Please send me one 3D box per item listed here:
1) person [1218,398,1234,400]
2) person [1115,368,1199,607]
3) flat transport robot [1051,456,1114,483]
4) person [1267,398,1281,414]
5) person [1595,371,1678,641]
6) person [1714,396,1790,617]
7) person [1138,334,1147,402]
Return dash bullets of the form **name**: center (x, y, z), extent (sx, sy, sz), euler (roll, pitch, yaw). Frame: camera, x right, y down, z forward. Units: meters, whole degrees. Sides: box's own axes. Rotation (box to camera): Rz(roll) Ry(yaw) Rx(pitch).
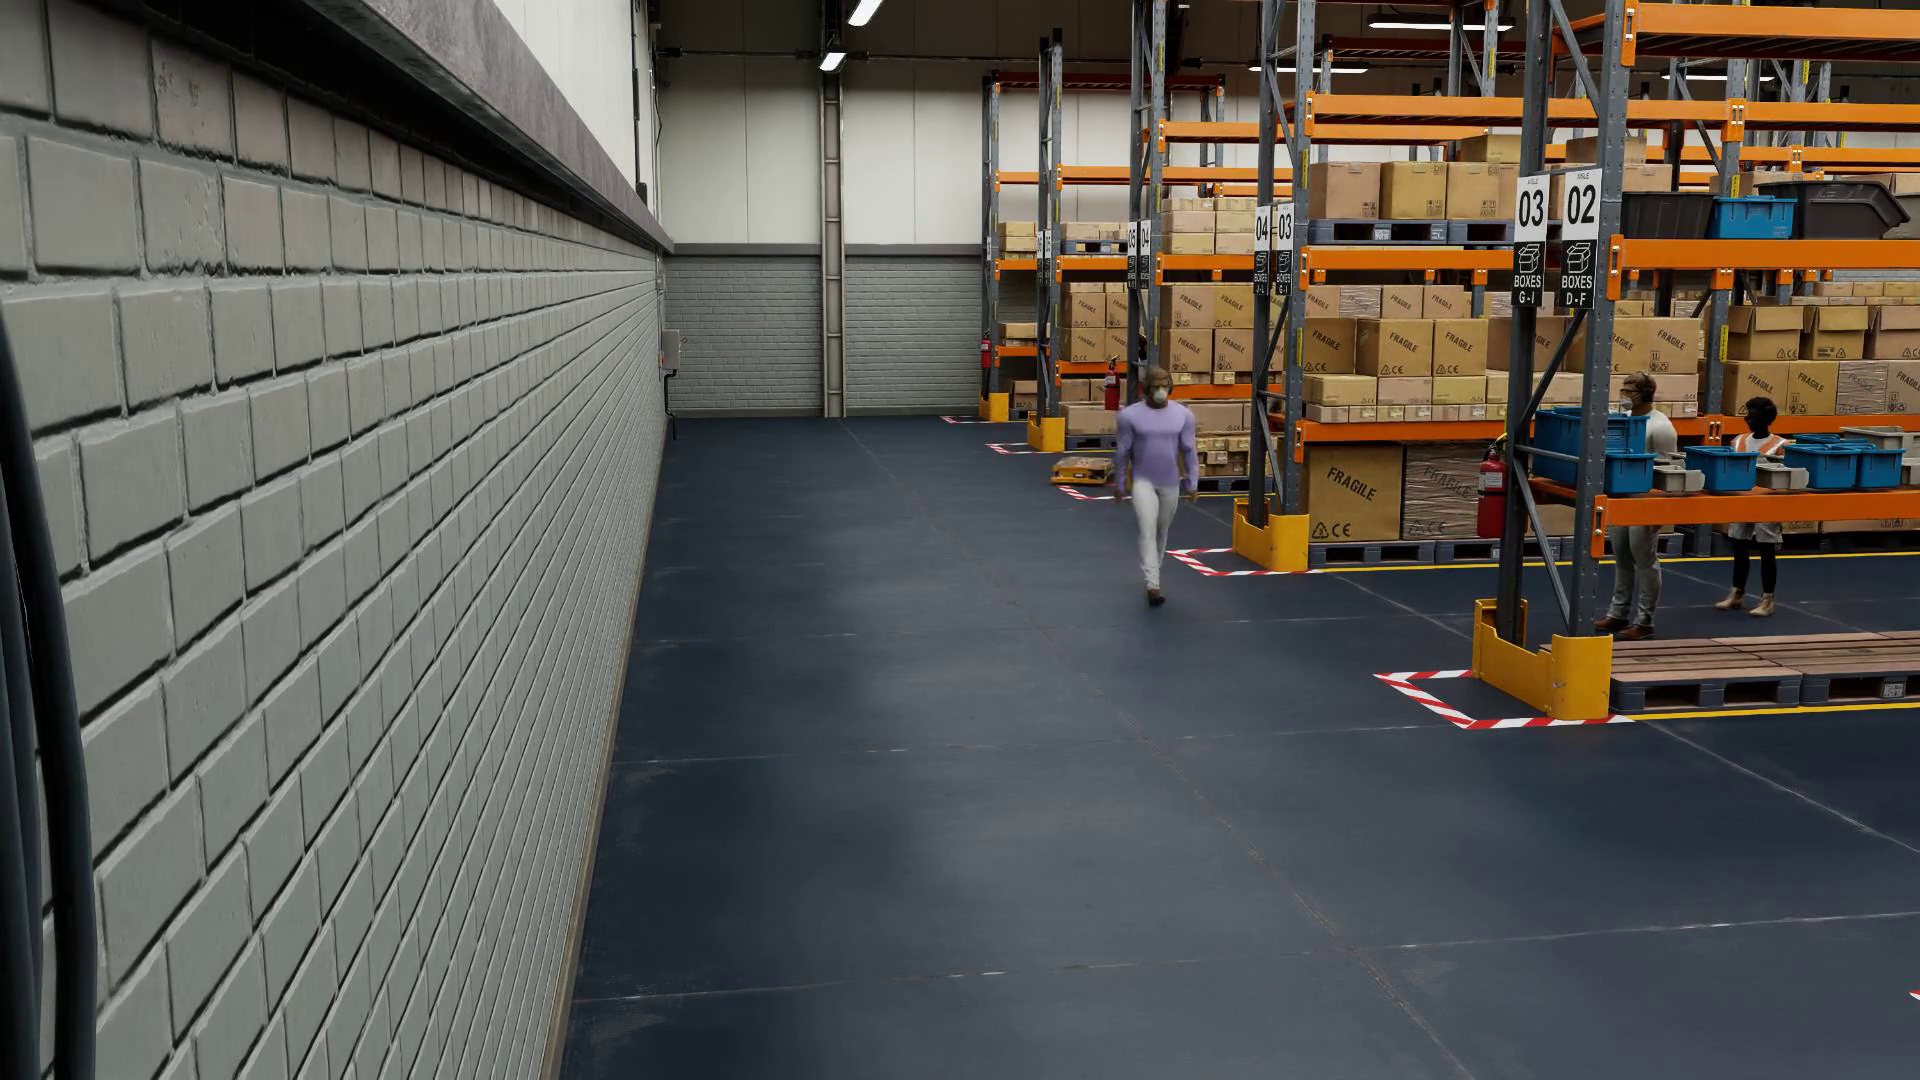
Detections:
- **person**: center (4.320, -2.747, 27.230), extent (0.376, 1.995, 0.611), euler (-2, 9, -13)
- **person**: center (1.584, -0.437, 13.349), extent (0.649, 1.879, 1.062), euler (-1, 9, -6)
- **flat transport robot**: center (1.566, -0.894, 21.107), extent (0.652, 0.197, 1.431), euler (2, 9, 10)
- **person**: center (4.111, -1.875, 21.810), extent (0.929, 2.002, 0.634), euler (-4, 10, -23)
- **person**: center (4.866, -0.245, 11.976), extent (0.379, 1.940, 0.629), euler (-2, 9, -13)
- **person**: center (6.114, -0.257, 12.788), extent (0.317, 1.696, 0.540), euler (-5, 10, -27)
- **person**: center (2.305, -1.655, 20.927), extent (0.325, 1.860, 0.515), euler (-3, 10, -16)
